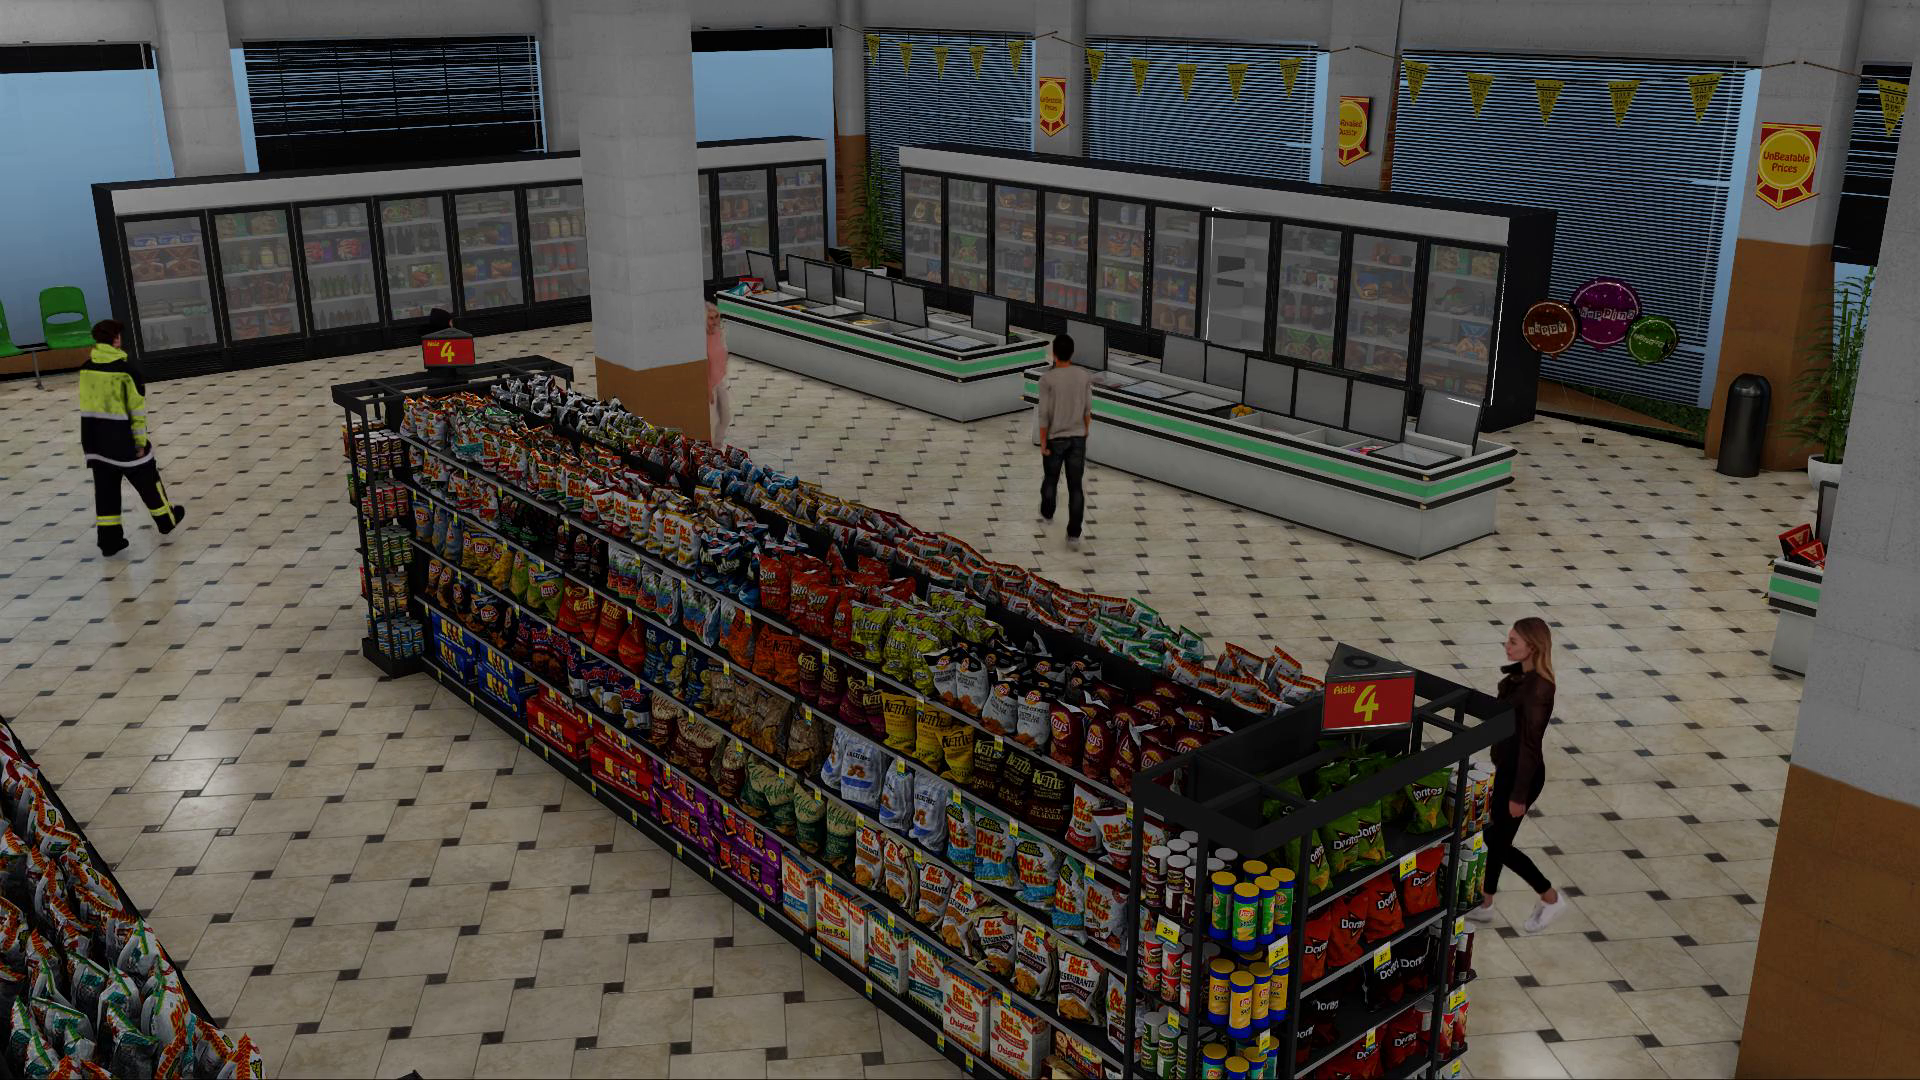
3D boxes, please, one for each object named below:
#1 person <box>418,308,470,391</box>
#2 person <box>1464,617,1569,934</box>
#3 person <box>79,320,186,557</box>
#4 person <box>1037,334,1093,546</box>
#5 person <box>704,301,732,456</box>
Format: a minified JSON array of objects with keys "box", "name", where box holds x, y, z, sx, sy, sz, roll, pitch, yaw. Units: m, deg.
[{"box":[-4.951,-1.414,16.053,0.652,1.674,0.779,15,24,37],"name":"person"},{"box":[2.832,1.191,8.298,0.957,1.694,0.875,4,19,12],"name":"person"},{"box":[-7.099,-0.816,13.873,1.240,1.934,1.291,2,19,6],"name":"person"},{"box":[0.930,-0.816,14.144,1.031,1.760,1.231,-3,19,-9],"name":"person"},{"box":[-2.479,-1.515,16.338,0.780,1.683,0.776,3,19,8],"name":"person"}]
